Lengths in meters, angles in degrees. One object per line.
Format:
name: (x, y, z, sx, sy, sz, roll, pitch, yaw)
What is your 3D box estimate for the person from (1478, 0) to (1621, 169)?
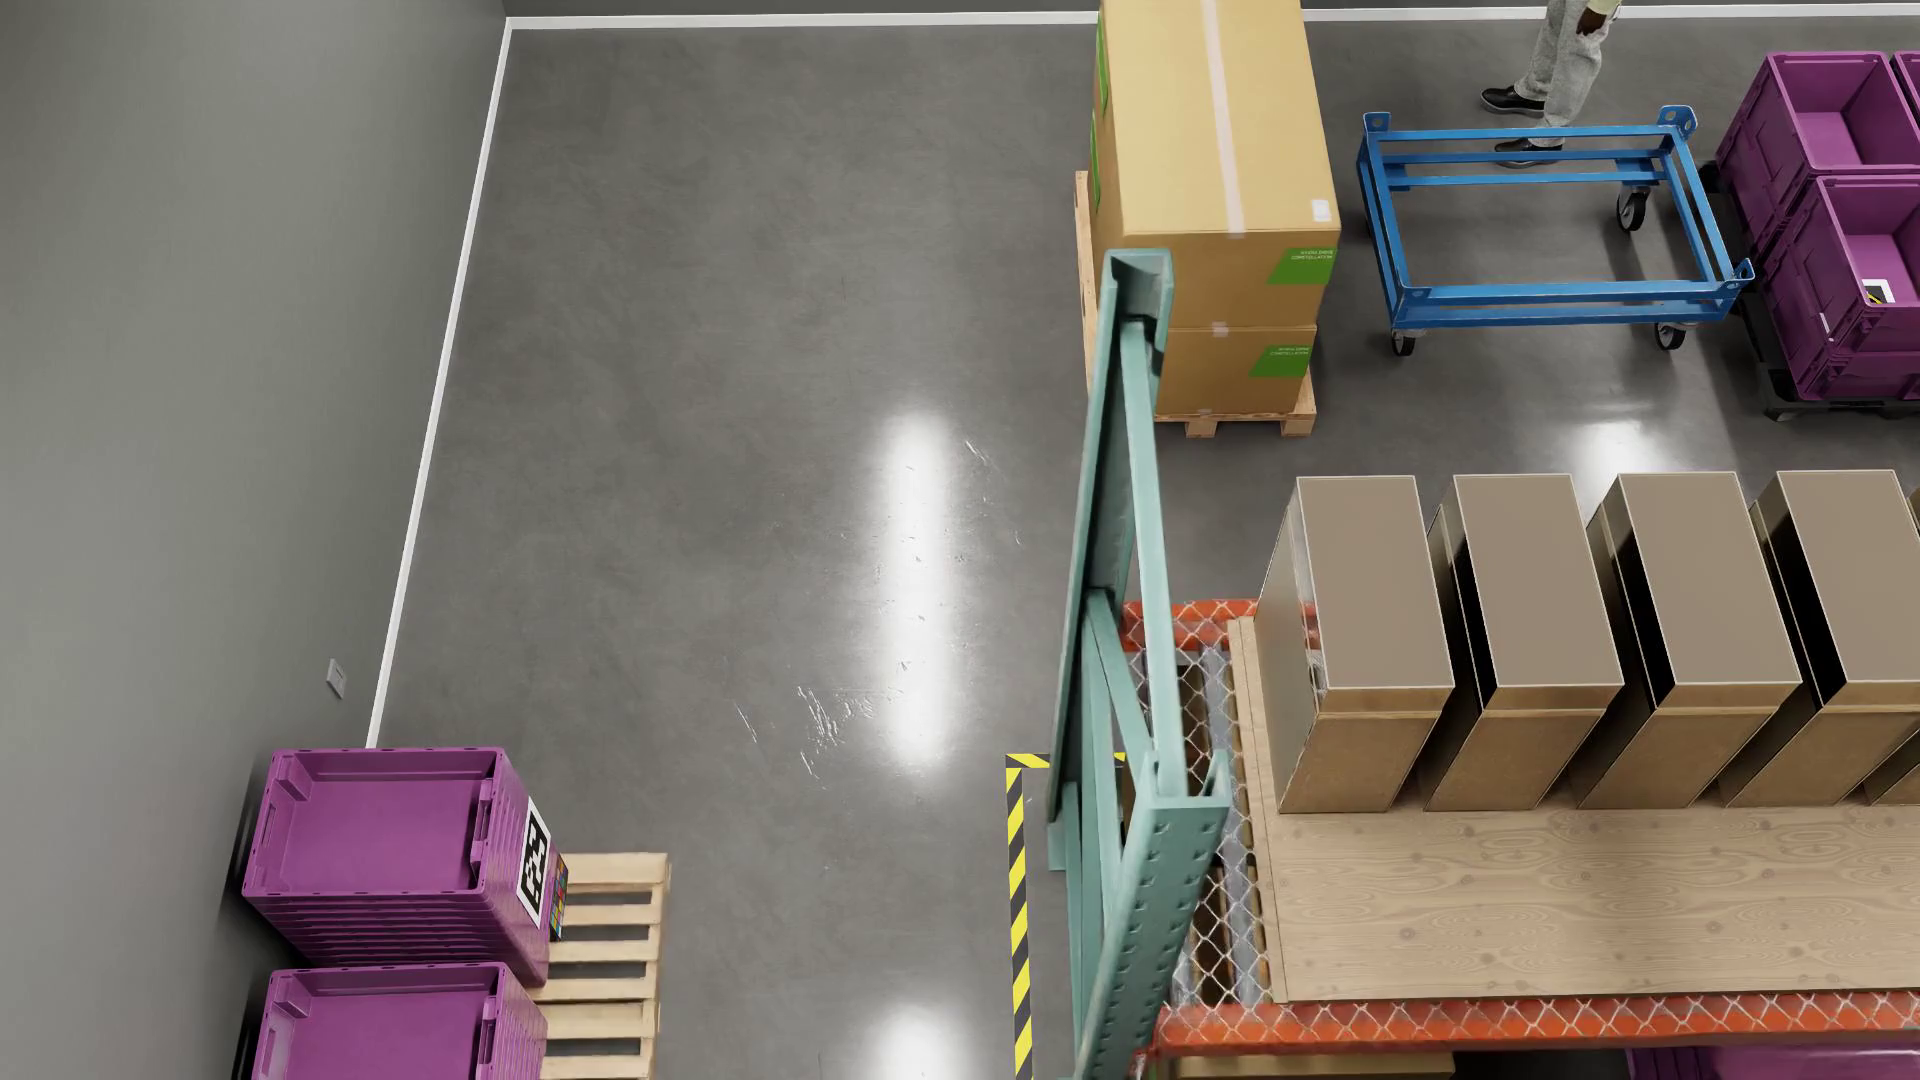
person: (2.318, -2.152, 6.083, 0.403, 1.833, 0.586, 2, 58, 1)
